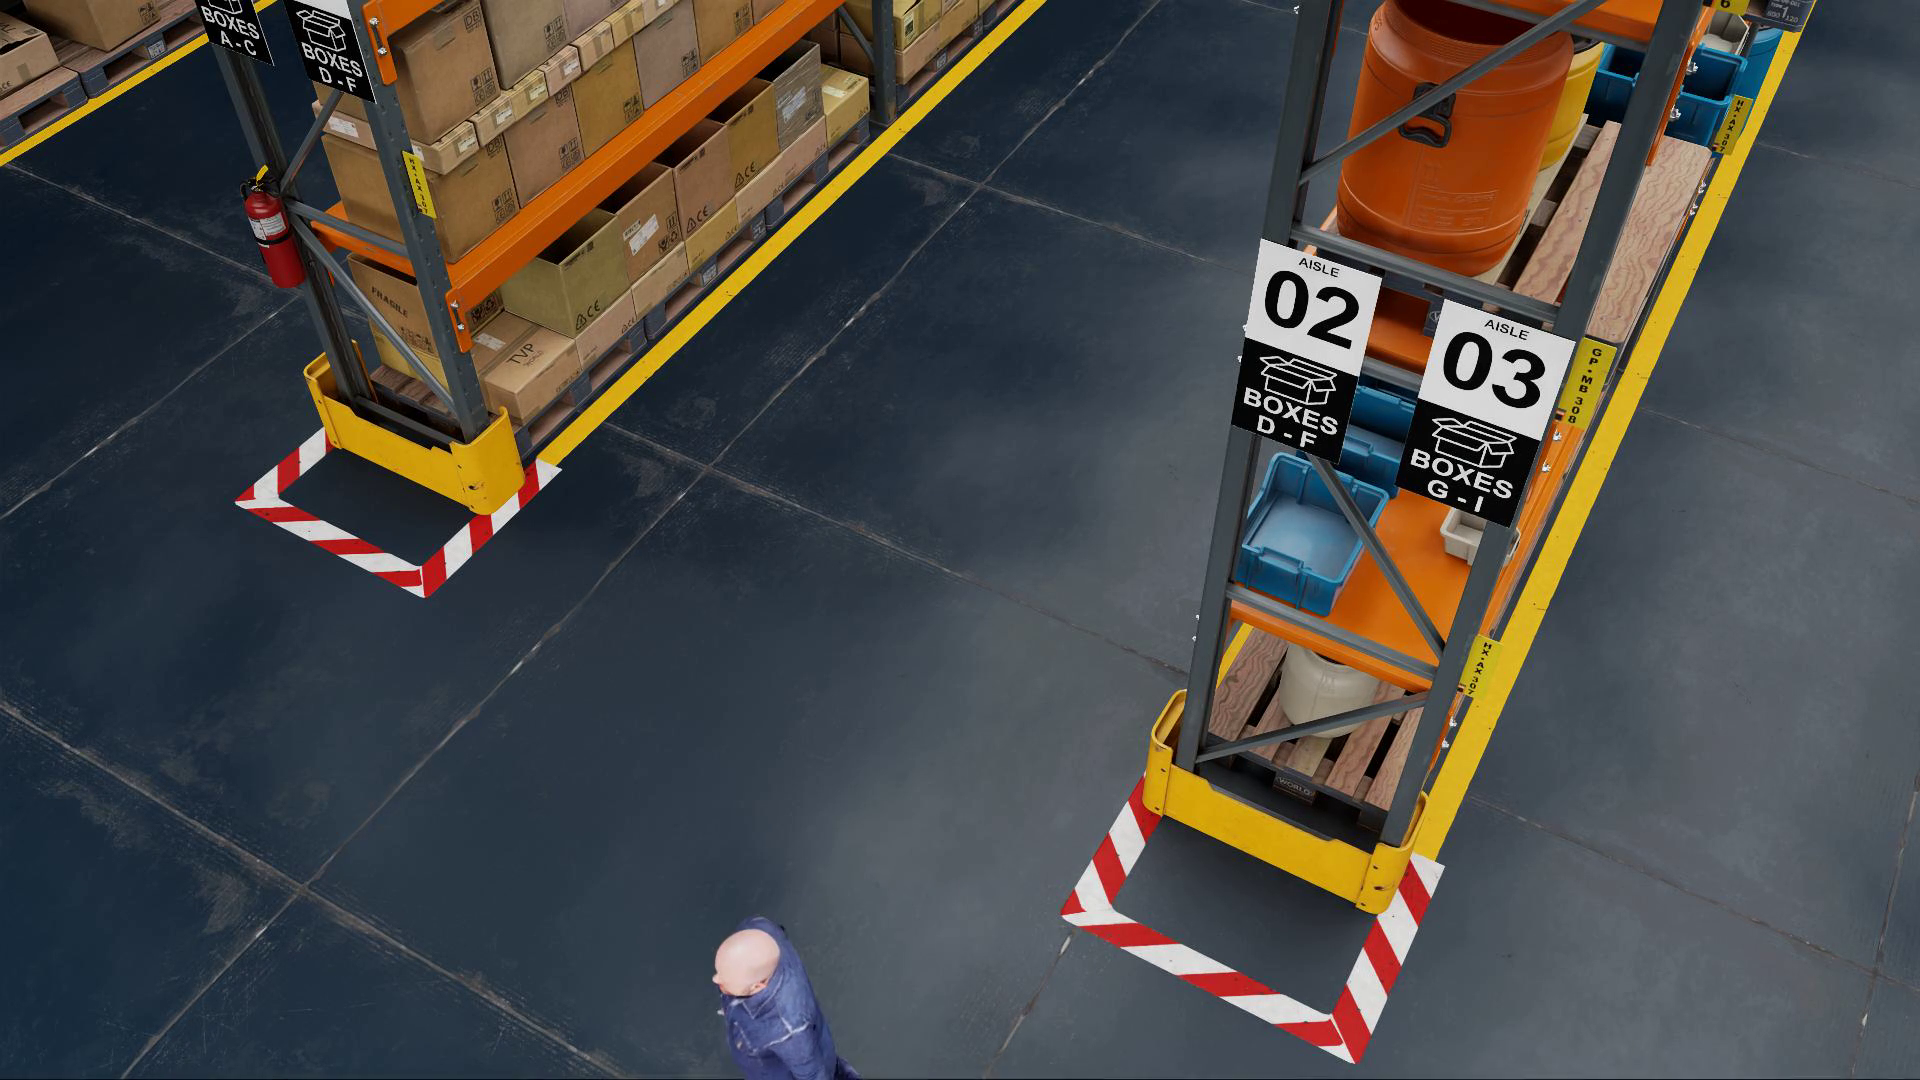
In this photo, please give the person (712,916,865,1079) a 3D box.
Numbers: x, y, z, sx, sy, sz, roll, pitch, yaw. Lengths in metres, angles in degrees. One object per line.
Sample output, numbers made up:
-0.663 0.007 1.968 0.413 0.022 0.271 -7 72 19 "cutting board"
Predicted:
-0.530 1.791 5.773 1.307 1.770 1.208 -14 49 -12 "person"
